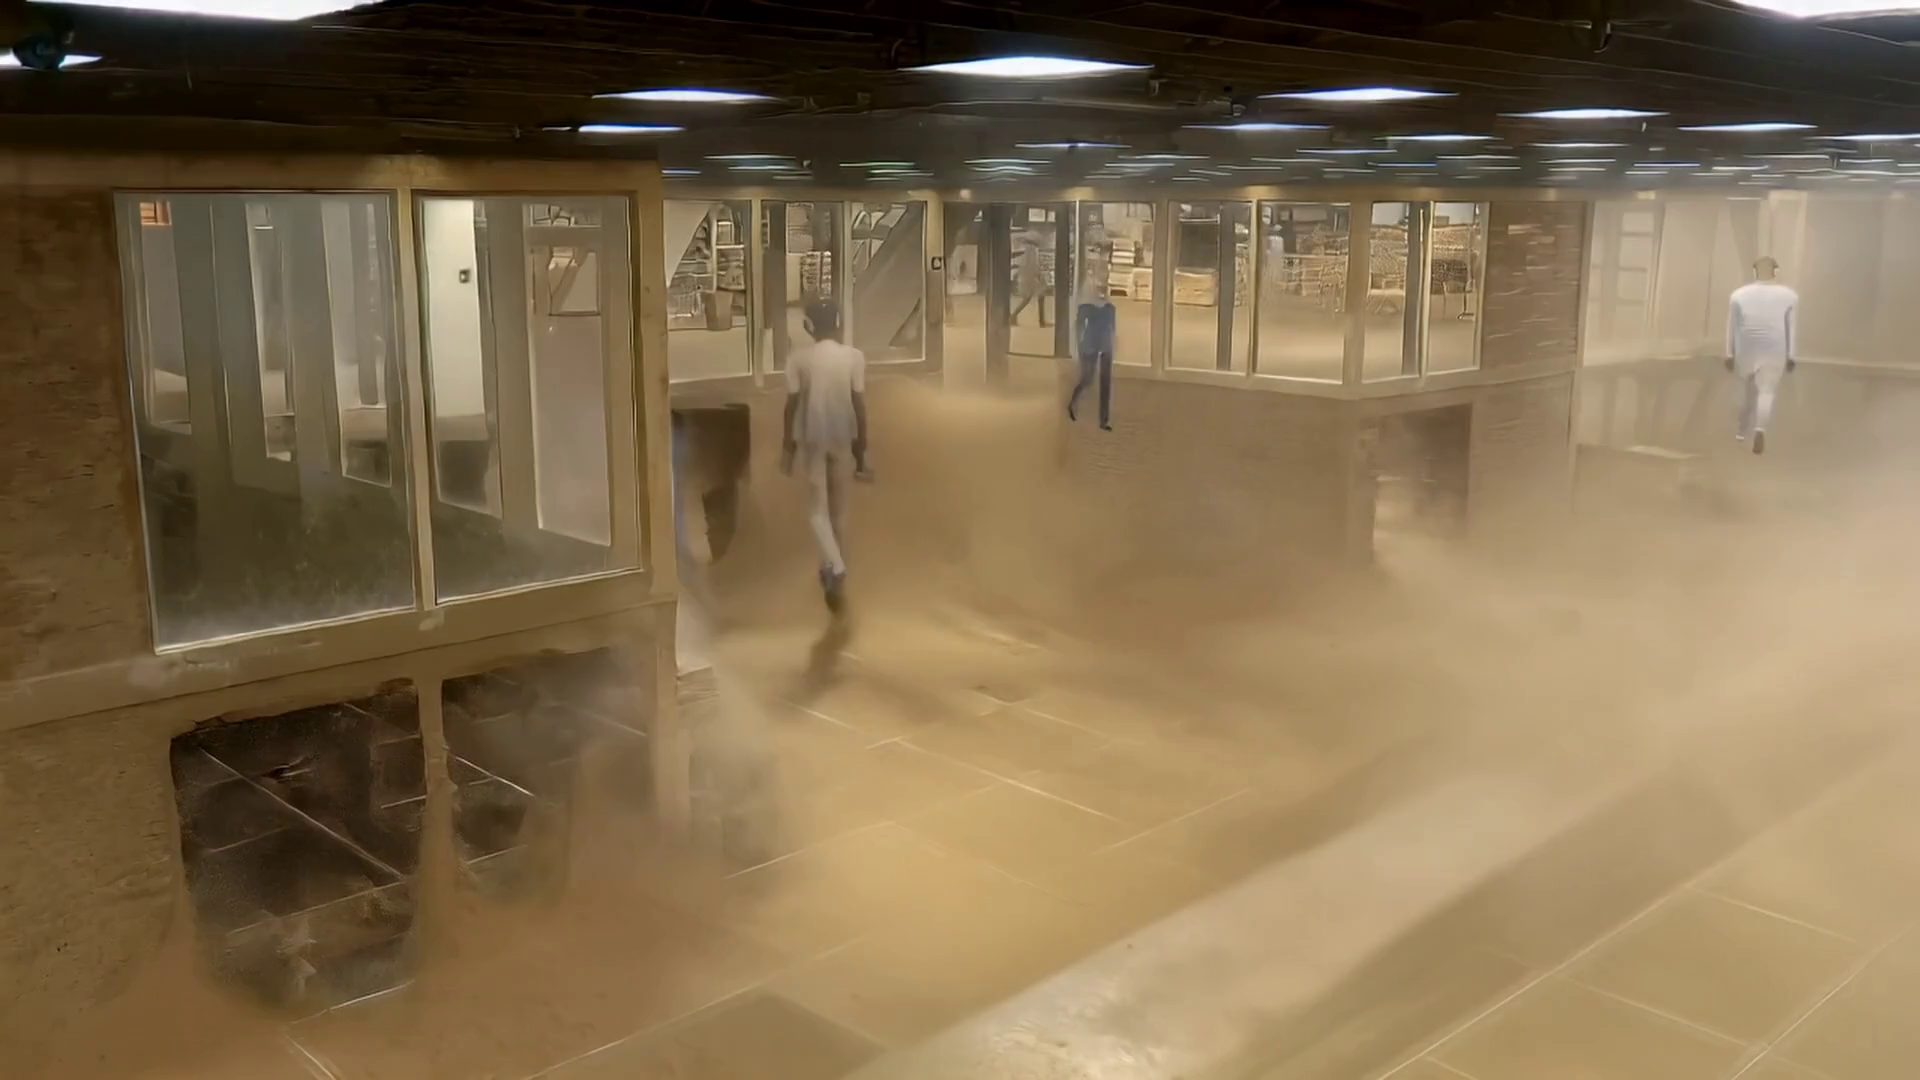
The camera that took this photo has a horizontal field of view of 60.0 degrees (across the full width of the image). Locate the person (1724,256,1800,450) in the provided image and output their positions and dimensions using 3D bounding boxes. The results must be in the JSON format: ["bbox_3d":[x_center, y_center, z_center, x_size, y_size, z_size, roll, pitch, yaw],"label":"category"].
[{"bbox_3d":[7.814,-1.830,16.230,0.654,1.872,0.931,5,12,23],"label":"person"}]

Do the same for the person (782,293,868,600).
[{"bbox_3d":[-0.803,-0.571,10.046,0.520,1.831,0.876,-4,12,-18],"label":"person"}]

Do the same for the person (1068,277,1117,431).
[{"bbox_3d":[1.405,-1.978,17.605,0.512,1.613,0.687,-5,12,-23],"label":"person"}]
